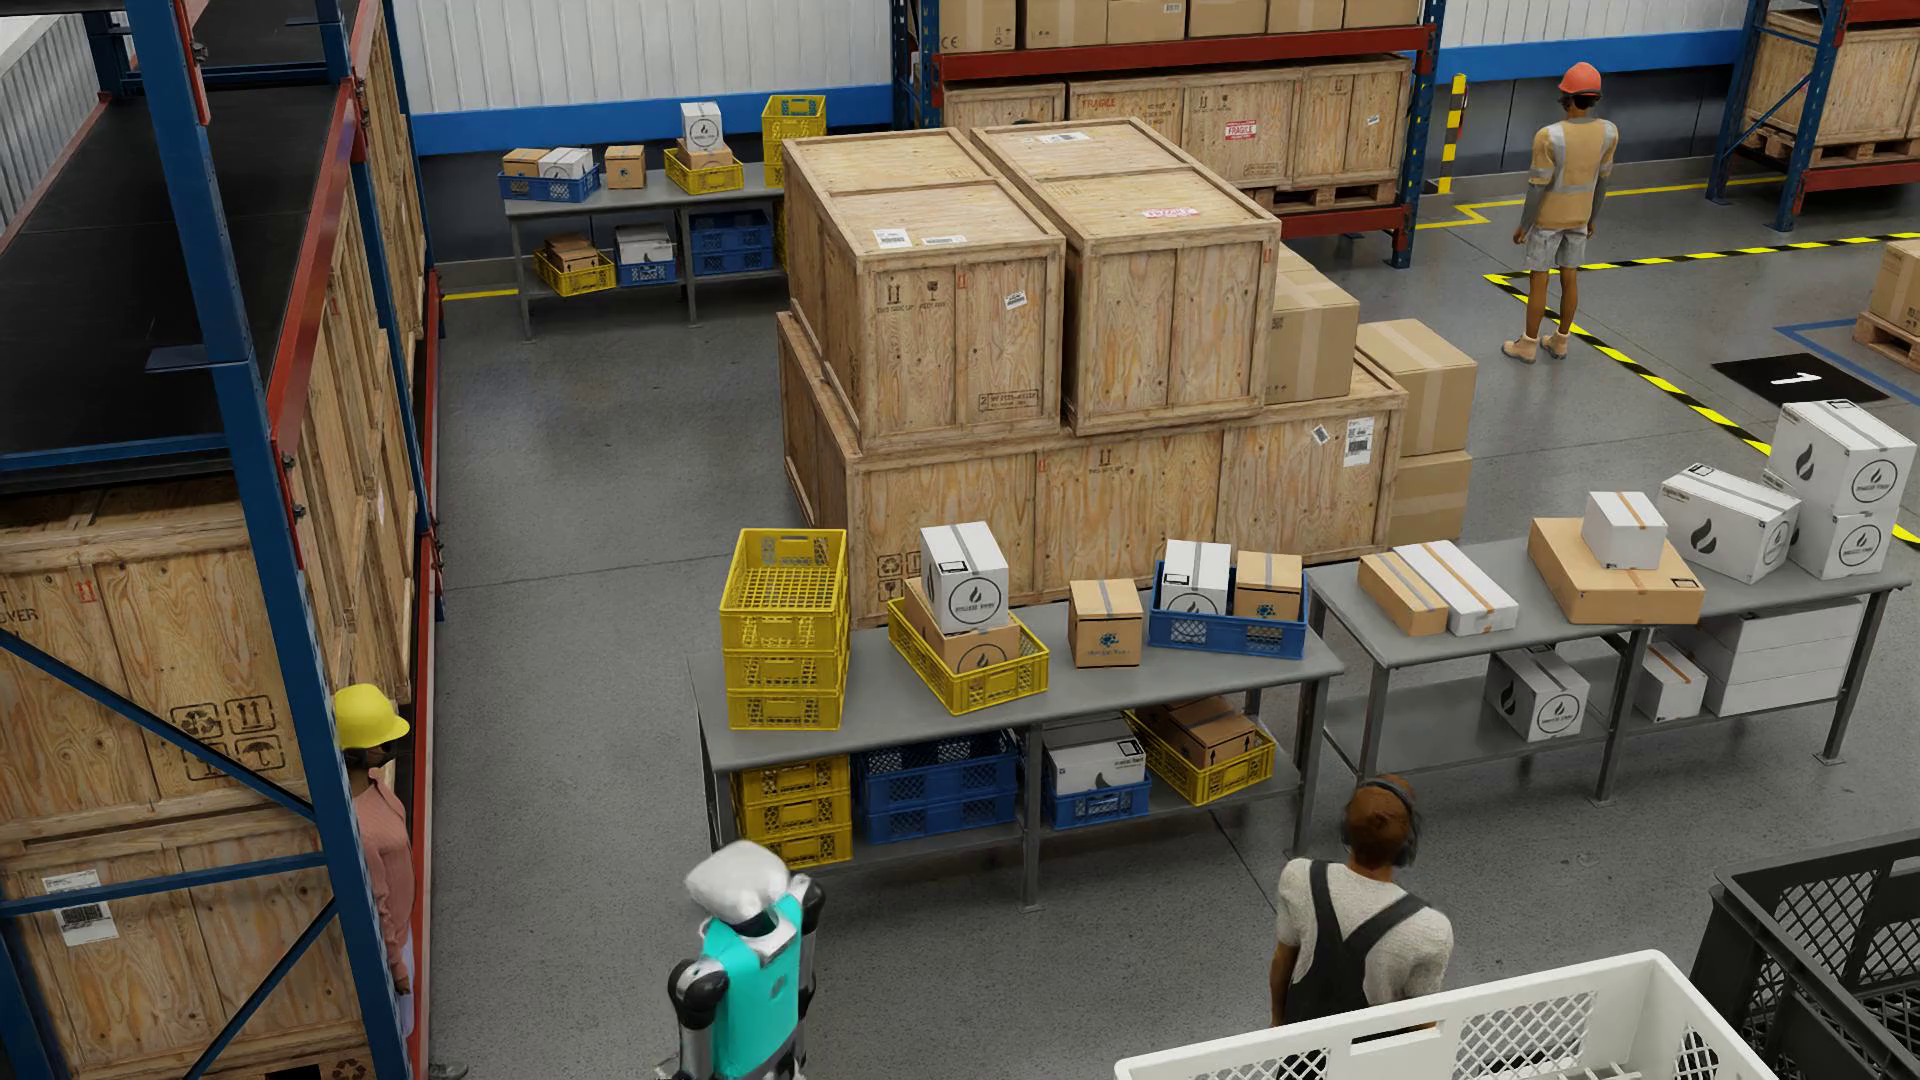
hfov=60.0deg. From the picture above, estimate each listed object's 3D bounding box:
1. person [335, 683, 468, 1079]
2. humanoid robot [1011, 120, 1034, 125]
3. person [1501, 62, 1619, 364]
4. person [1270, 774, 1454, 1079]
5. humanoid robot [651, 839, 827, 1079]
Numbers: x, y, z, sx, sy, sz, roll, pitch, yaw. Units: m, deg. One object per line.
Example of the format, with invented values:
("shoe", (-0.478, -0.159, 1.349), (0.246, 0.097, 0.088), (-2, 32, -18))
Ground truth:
("person", (-1.833, 1.223, 5.353), (0.337, 1.761, 0.522), (-9, 30, -16))
("humanoid robot", (0.391, -2.088, 11.474), (0.734, 1.626, 0.611), (-7, 30, -12))
("person", (4.045, -2.188, 11.250), (0.604, 2.045, 0.375), (-7, 30, -13))
("person", (1.122, 1.468, 4.833), (0.502, 1.836, 0.336), (20, 35, 32))
("humanoid robot", (-0.752, 1.509, 4.761), (0.725, 1.709, 0.532), (18, 34, 30))
